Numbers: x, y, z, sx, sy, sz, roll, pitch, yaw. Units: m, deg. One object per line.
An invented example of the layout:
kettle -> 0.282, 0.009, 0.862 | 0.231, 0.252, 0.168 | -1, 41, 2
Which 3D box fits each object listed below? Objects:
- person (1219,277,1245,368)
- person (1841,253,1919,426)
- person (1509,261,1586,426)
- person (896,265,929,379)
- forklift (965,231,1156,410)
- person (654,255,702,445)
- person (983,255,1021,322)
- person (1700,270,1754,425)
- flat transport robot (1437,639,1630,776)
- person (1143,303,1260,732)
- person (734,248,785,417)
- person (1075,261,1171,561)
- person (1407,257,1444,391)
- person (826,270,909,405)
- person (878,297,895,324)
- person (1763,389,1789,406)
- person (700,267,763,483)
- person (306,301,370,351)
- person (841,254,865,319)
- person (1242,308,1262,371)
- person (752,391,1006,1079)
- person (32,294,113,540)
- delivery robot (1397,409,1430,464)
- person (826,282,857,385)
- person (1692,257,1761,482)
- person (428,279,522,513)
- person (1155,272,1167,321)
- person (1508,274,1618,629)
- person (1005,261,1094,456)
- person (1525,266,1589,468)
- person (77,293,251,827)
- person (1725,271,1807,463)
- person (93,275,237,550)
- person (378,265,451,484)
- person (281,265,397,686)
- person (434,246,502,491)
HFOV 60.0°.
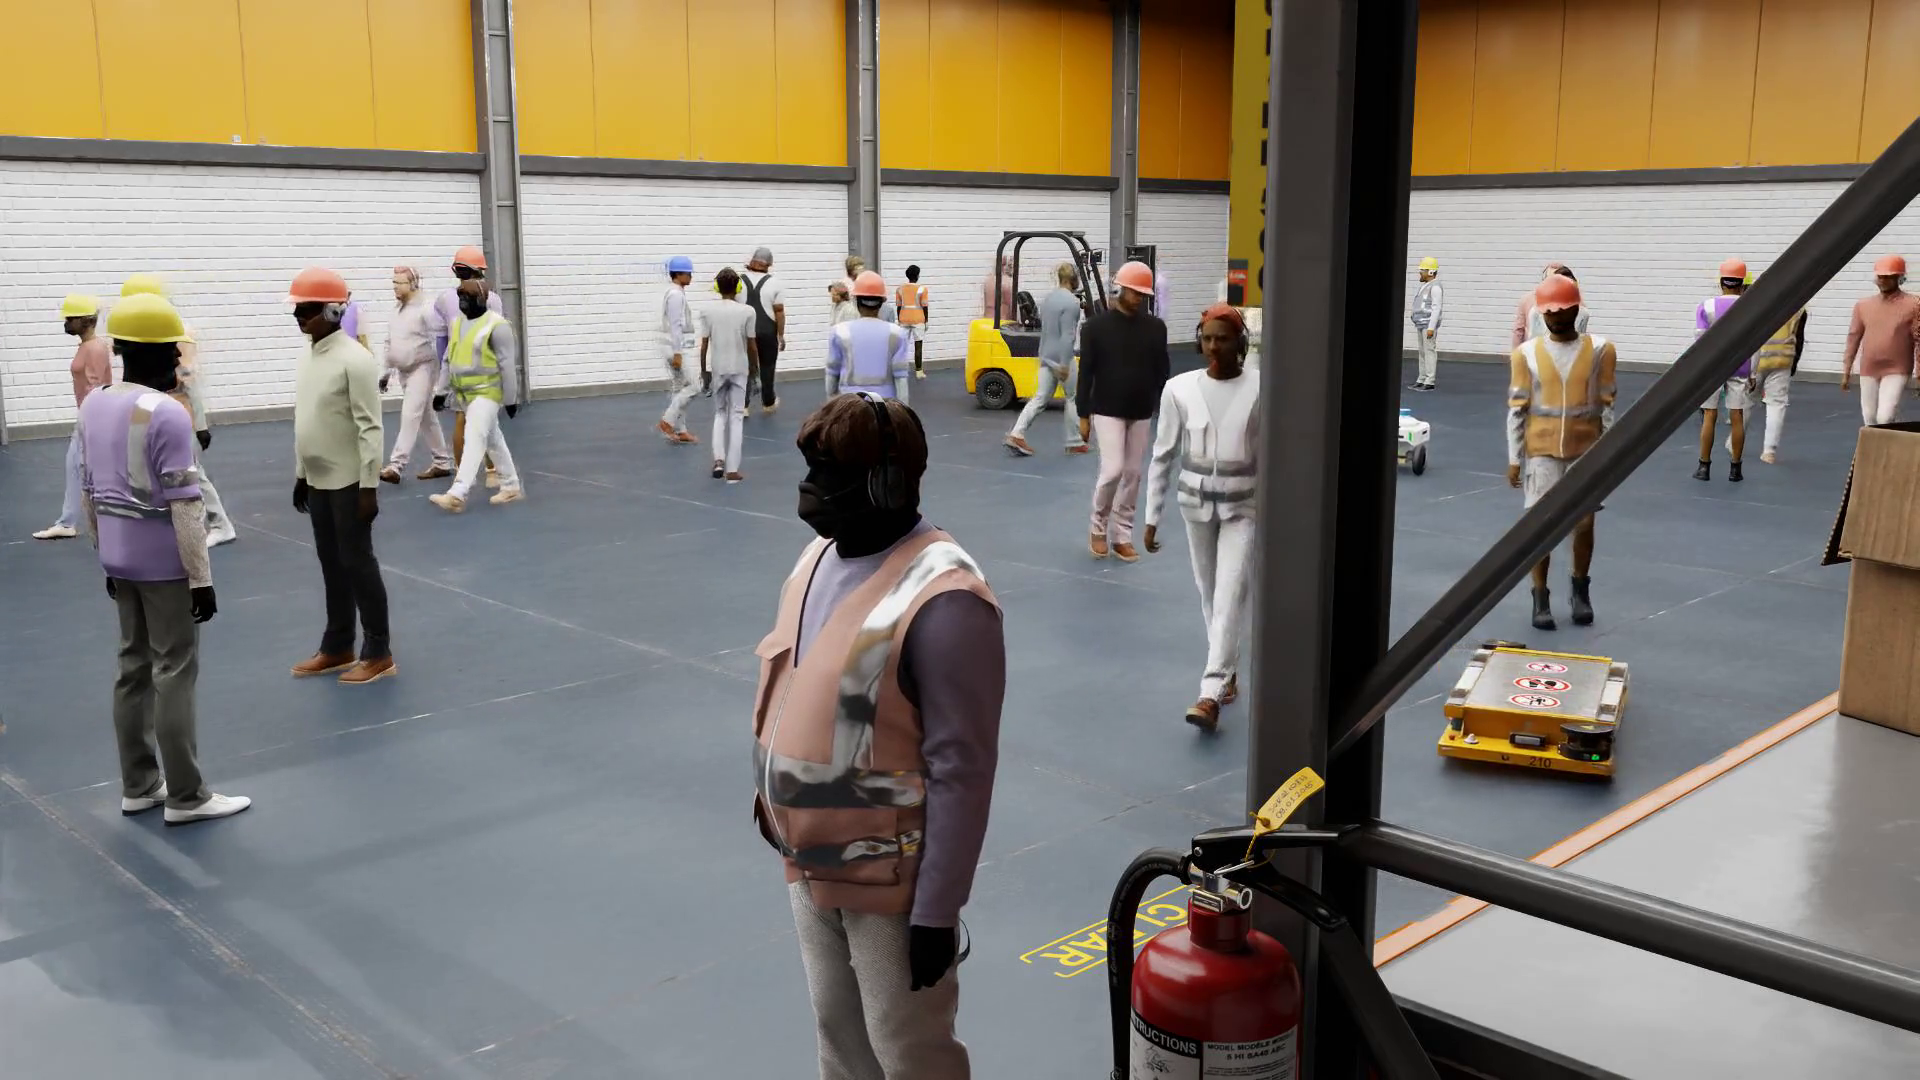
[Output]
person -> 3.209, -2.361, 19.050 | 0.648, 2.033, 0.650 | 10, 14, 43
person -> 7.756, -1.413, 14.011 | 0.475, 1.977, 0.656 | -7, 13, -35
person -> 5.627, -1.721, 15.951 | 0.673, 1.886, 0.711 | 7, 12, 33
person -> -0.705, -3.241, 24.775 | 0.534, 1.692, 0.318 | 4, 11, 20
forklift -> 1.222, -2.721, 20.561 | 2.313, 2.155, 1.214 | 2, 11, 13
person -> -2.836, -1.915, 16.874 | 0.427, 1.932, 0.640 | -2, 11, -10
person -> 0.623, -2.820, 22.002 | 0.826, 1.864, 0.656 | -5, 11, -24
person -> 8.594, -2.131, 18.551 | 0.681, 1.745, 0.531 | -2, 11, -11
flat transport robot -> 2.512, 0.694, 7.190 | 0.652, 0.197, 1.431 | 5, 11, 24
person -> 1.114, -0.109, 7.292 | 0.599, 1.831, 0.976 | 5, 11, 25
person -> -2.421, -2.483, 19.686 | 0.807, 2.000, 1.008 | 2, 11, 9
person -> 1.078, -0.825, 10.862 | 0.617, 1.964, 0.435 | -4, 11, -20
person -> 6.397, -2.955, 22.825 | 0.404, 1.833, 0.588 | 0, 10, -2
person -> -0.617, -0.871, 11.301 | 0.547, 1.905, 0.936 | -2, 11, -11
person -> -1.030, -2.278, 19.781 | 0.511, 1.595, 0.820 | -6, 12, -28
person -> 10.318, -2.565, 20.881 | 0.316, 1.769, 0.524 | 4, 11, 20
person -> -1.980, -1.427, 14.417 | 0.501, 1.858, 0.487 | 1, 10, 7
person -> -5.534, -1.495, 14.925 | 0.622, 1.813, 0.588 | 1, 10, 6
person -> -1.251, -2.327, 19.172 | 0.393, 1.920, 0.665 | 1, 10, 7
person -> 3.366, -2.107, 18.263 | 0.708, 1.803, 0.489 | 9, 14, 42
person -> -0.182, 0.632, 3.245 | 0.429, 1.844, 0.622 | -7, 12, -33
person -> -6.080, -0.873, 11.765 | 0.894, 1.724, 0.531 | -9, 14, -41
delivery robot -> 4.024, -0.946, 15.099 | 0.477, 0.478, 0.707 | 6, 12, 28
person -> -1.324, -2.102, 18.767 | 0.562, 1.603, 0.513 | -8, 13, -36
person -> 6.648, -1.473, 14.458 | 0.543, 1.939, 0.360 | 3, 11, 17
person -> -3.803, -1.124, 12.960 | 0.630, 1.791, 0.966 | 9, 14, 39
person -> 2.715, -3.254, 24.372 | 0.968, 1.867, 0.646 | -10, 14, -43
person -> 3.271, -0.475, 9.050 | 0.576, 1.922, 0.444 | 4, 11, 22
person -> 0.858, -1.741, 16.082 | 0.916, 1.897, 0.640 | -5, 12, -27
person -> 4.976, -1.337, 13.891 | 0.514, 1.876, 0.328 | 0, 10, 2
person -> -2.911, 0.075, 6.047 | 0.595, 1.925, 0.373 | 6, 12, 31
person -> 7.679, -1.666, 15.880 | 0.633, 1.807, 0.822 | 3, 11, 14
person -> -5.306, -0.817, 11.059 | 0.617, 1.871, 0.992 | 9, 14, 41
person -> -4.775, -1.408, 14.289 | 0.676, 1.860, 0.933 | 9, 14, 40
person -> -2.979, -0.304, 7.926 | 0.619, 1.994, 0.394 | 9, 14, 41
person -> -4.063, -1.426, 13.917 | 0.607, 2.044, 0.378 | 2, 11, 9
